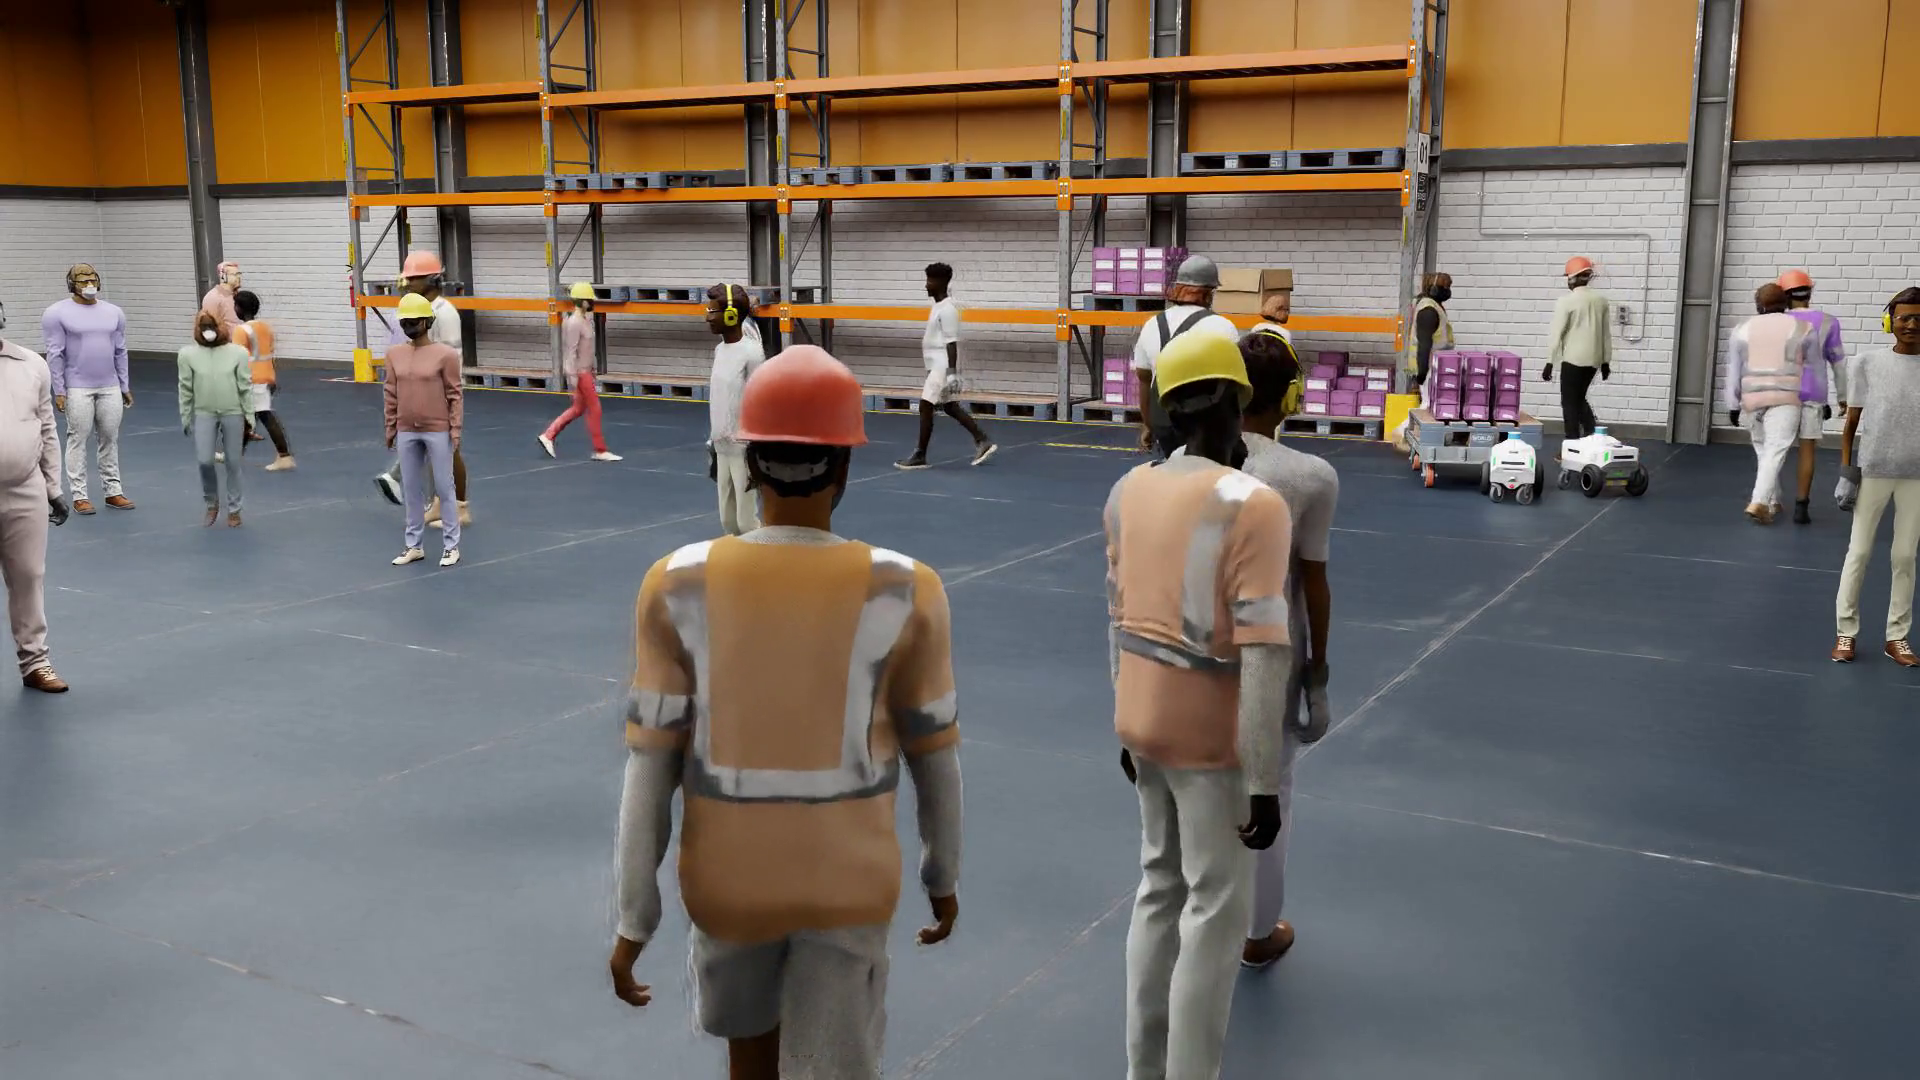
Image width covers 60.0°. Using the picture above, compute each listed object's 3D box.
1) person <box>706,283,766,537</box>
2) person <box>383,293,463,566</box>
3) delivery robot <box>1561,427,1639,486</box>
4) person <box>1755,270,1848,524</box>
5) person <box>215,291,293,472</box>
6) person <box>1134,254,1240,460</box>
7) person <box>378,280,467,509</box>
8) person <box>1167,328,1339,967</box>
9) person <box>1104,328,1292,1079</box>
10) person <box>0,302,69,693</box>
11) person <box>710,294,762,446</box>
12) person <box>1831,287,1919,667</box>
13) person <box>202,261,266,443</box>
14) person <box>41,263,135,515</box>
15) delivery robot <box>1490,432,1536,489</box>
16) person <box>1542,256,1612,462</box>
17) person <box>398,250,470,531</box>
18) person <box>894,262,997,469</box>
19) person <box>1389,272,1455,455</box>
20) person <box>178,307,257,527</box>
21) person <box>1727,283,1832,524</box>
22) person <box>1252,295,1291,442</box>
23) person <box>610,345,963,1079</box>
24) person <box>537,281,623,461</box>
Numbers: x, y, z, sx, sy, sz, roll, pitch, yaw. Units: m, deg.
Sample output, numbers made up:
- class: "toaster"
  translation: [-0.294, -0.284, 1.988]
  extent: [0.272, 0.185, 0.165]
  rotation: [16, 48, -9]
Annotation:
- class: "person"
  translation: [-1.243, -0.468, 9.139]
  extent: [0.315, 1.867, 0.532]
  rotation: [-7, 12, -35]
- class: "person"
  translation: [-3.476, -0.705, 10.763]
  extent: [0.533, 1.768, 0.311]
  rotation: [2, 10, 9]
- class: "delivery robot"
  translation: [5.360, -0.707, 13.941]
  extent: [0.477, 0.478, 0.707]
  rotation: [-2, 10, -11]
- class: "person"
  translation: [6.379, -1.098, 12.635]
  extent: [0.630, 1.887, 0.849]
  rotation: [4, 11, 23]
- class: "person"
  translation: [-6.539, -1.446, 15.243]
  extent: [0.857, 1.646, 0.547]
  rotation: [1, 10, 3]
- class: "person"
  translation: [1.454, -0.730, 10.127]
  extent: [0.537, 2.000, 0.690]
  rotation: [-8, 13, -39]
- class: "person"
  translation: [-4.215, -1.149, 12.910]
  extent: [0.524, 1.896, 0.630]
  rotation: [-9, 14, -43]
- class: "person"
  translation: [0.759, 0.351, 4.567]
  extent: [0.522, 1.850, 0.723]
  rotation: [5, 11, 28]
- class: "person"
  translation: [0.576, 0.465, 3.852]
  extent: [0.481, 1.881, 0.757]
  rotation: [-5, 11, -28]
- class: "person"
  translation: [-4.384, -0.205, 7.537]
  extent: [0.404, 1.906, 0.652]
  rotation: [8, 13, 39]
- class: "person"
  translation: [-2.125, -1.644, 16.545]
  extent: [0.850, 1.599, 0.520]
  rotation: [1, 10, 3]
- class: "person"
  translation: [4.614, -0.307, 8.218]
  extent: [0.507, 1.872, 0.329]
  rotation: [3, 10, 17]
- class: "person"
  translation: [-7.631, -1.969, 17.515]
  extent: [0.409, 1.913, 0.642]
  rotation: [2, 10, 10]
- class: "person"
  translation: [-6.750, -1.175, 12.938]
  extent: [0.373, 1.940, 0.630]
  rotation: [7, 12, 34]
- class: "delivery robot"
  translation: [4.506, -0.639, 13.553]
  extent: [0.477, 0.478, 0.707]
  rotation: [3, 11, 18]
- class: "person"
  translation: [5.888, -1.714, 15.884]
  extent: [0.659, 1.969, 0.453]
  rotation: [-5, 11, -27]
- class: "person"
  translation: [-3.854, -1.083, 12.130]
  extent: [0.395, 2.038, 0.614]
  rotation: [-8, 13, -40]
- class: "person"
  translation: [-0.112, -1.625, 15.498]
  extent: [0.958, 1.932, 0.607]
  rotation: [-1, 10, -6]
- class: "person"
  translation: [4.548, -1.689, 16.193]
  extent: [0.506, 1.826, 0.643]
  rotation: [3, 10, 16]
- class: "person"
  translation: [-5.460, -0.900, 12.261]
  extent: [0.524, 1.624, 0.294]
  rotation: [-4, 11, -21]
- class: "person"
  translation: [6.141, -1.032, 12.559]
  extent: [0.669, 1.799, 0.953]
  rotation: [9, 14, 43]
- class: "person"
  translation: [2.843, -1.413, 15.171]
  extent: [0.306, 1.627, 0.520]
  rotation: [-6, 12, -29]
- class: "person"
  translation: [-0.295, 0.595, 3.056]
  extent: [0.598, 1.883, 0.981]
  rotation: [1, 10, 4]
- class: "person"
  translation: [-3.703, -1.623, 16.044]
  extent: [0.803, 1.737, 0.531]
  rotation: [0, 10, 1]
